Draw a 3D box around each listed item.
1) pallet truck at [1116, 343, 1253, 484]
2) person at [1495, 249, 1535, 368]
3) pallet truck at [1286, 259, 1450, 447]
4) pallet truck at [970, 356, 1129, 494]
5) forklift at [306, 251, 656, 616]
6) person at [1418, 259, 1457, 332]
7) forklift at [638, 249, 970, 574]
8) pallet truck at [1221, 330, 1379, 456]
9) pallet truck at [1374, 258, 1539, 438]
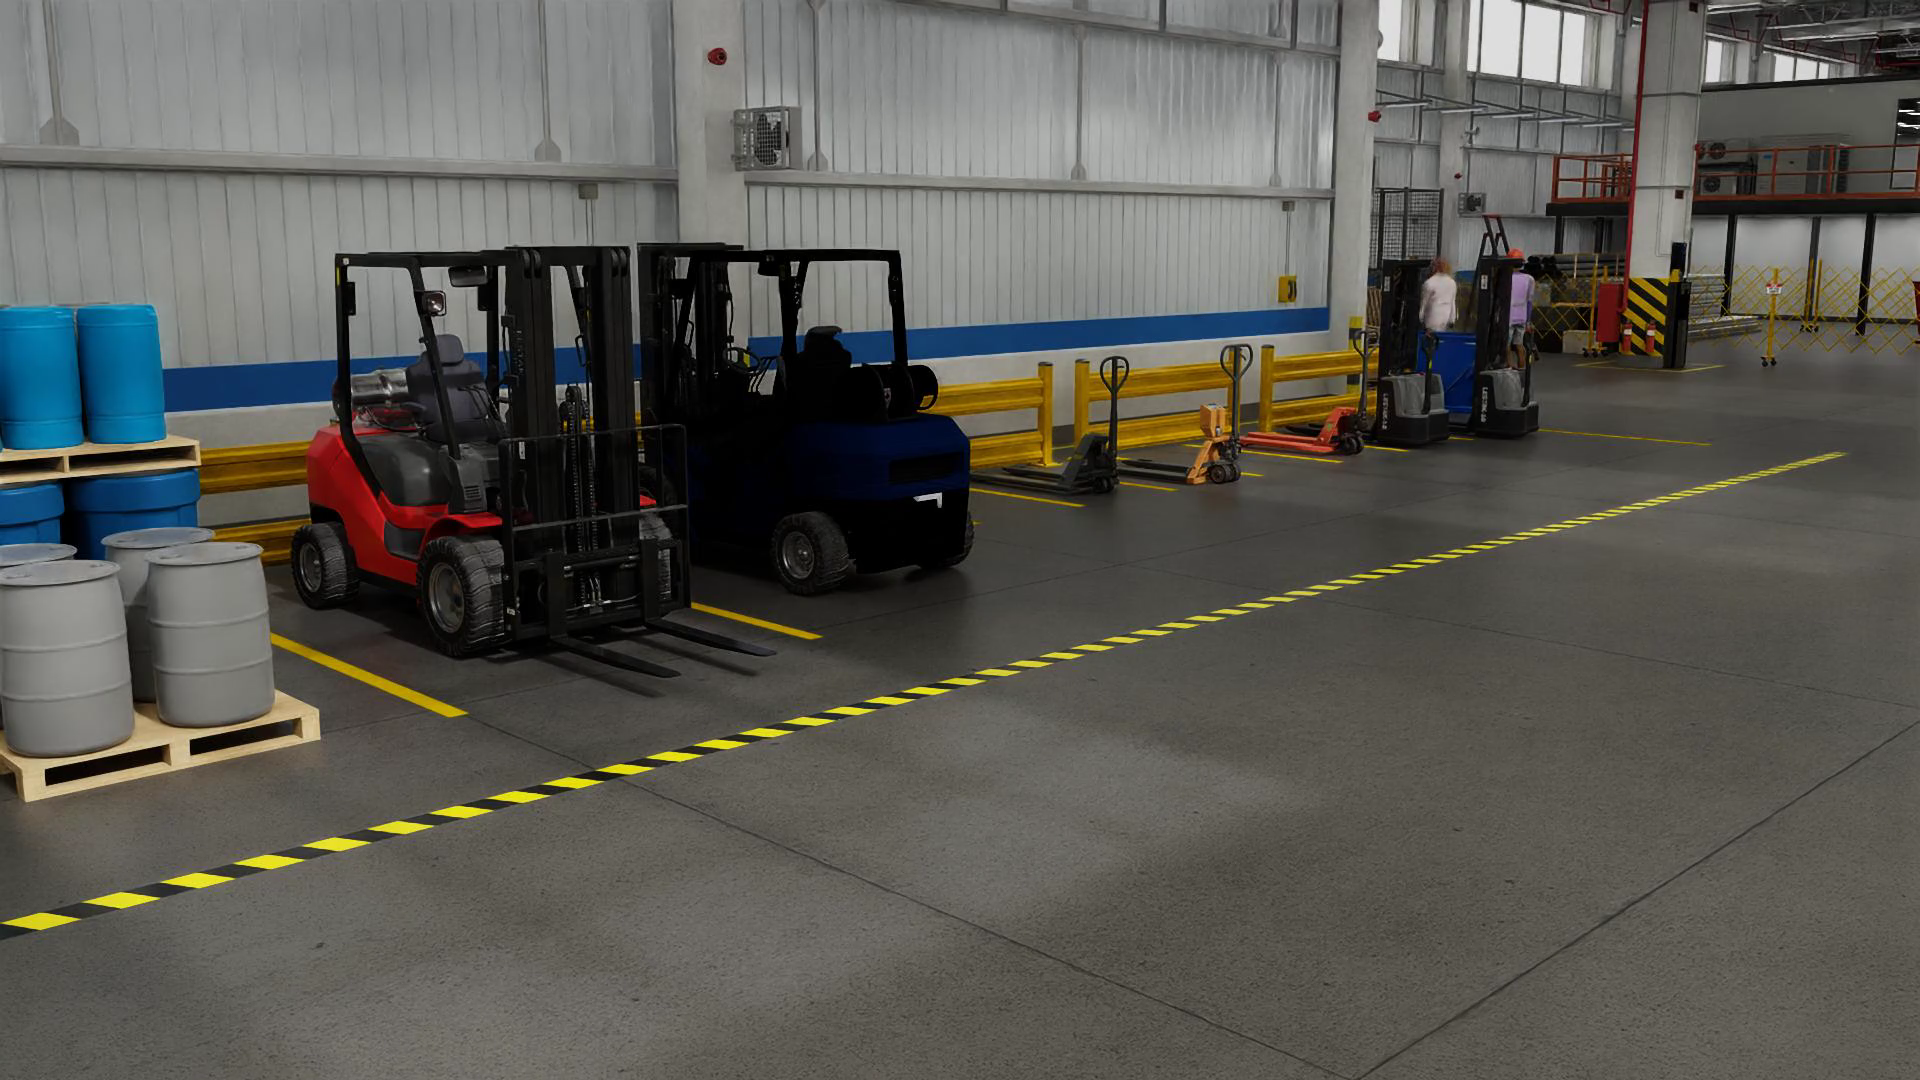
[{"bbox_3d":[1.962,-1.215,15.415,1.522,1.261,0.704,10,14,43],"label":"pallet truck"},{"bbox_3d":[7.961,-3.167,24.007,0.604,2.044,0.375,-3,11,-17],"label":"person"},{"bbox_3d":[4.493,-2.078,18.196,0.823,1.965,1.885,-9,14,-40],"label":"pallet truck"},{"bbox_3d":[0.784,-1.085,14.876,0.680,1.201,1.601,-10,14,-44],"label":"pallet truck"},{"bbox_3d":[-2.833,-0.669,9.694,1.157,1.987,2.680,-10,14,-44],"label":"forklift"},{"bbox_3d":[7.385,-3.477,26.165,0.648,1.859,0.969,-7,13,-34],"label":"person"},{"bbox_3d":[-1.173,-0.958,11.239,2.680,1.987,1.157,10,14,43],"label":"forklift"},{"bbox_3d":[3.563,-1.581,17.381,0.653,1.274,1.630,-10,14,-44],"label":"pallet truck"},{"bbox_3d":[5.704,-2.208,18.901,1.885,1.965,0.823,10,14,43],"label":"pallet truck"}]
